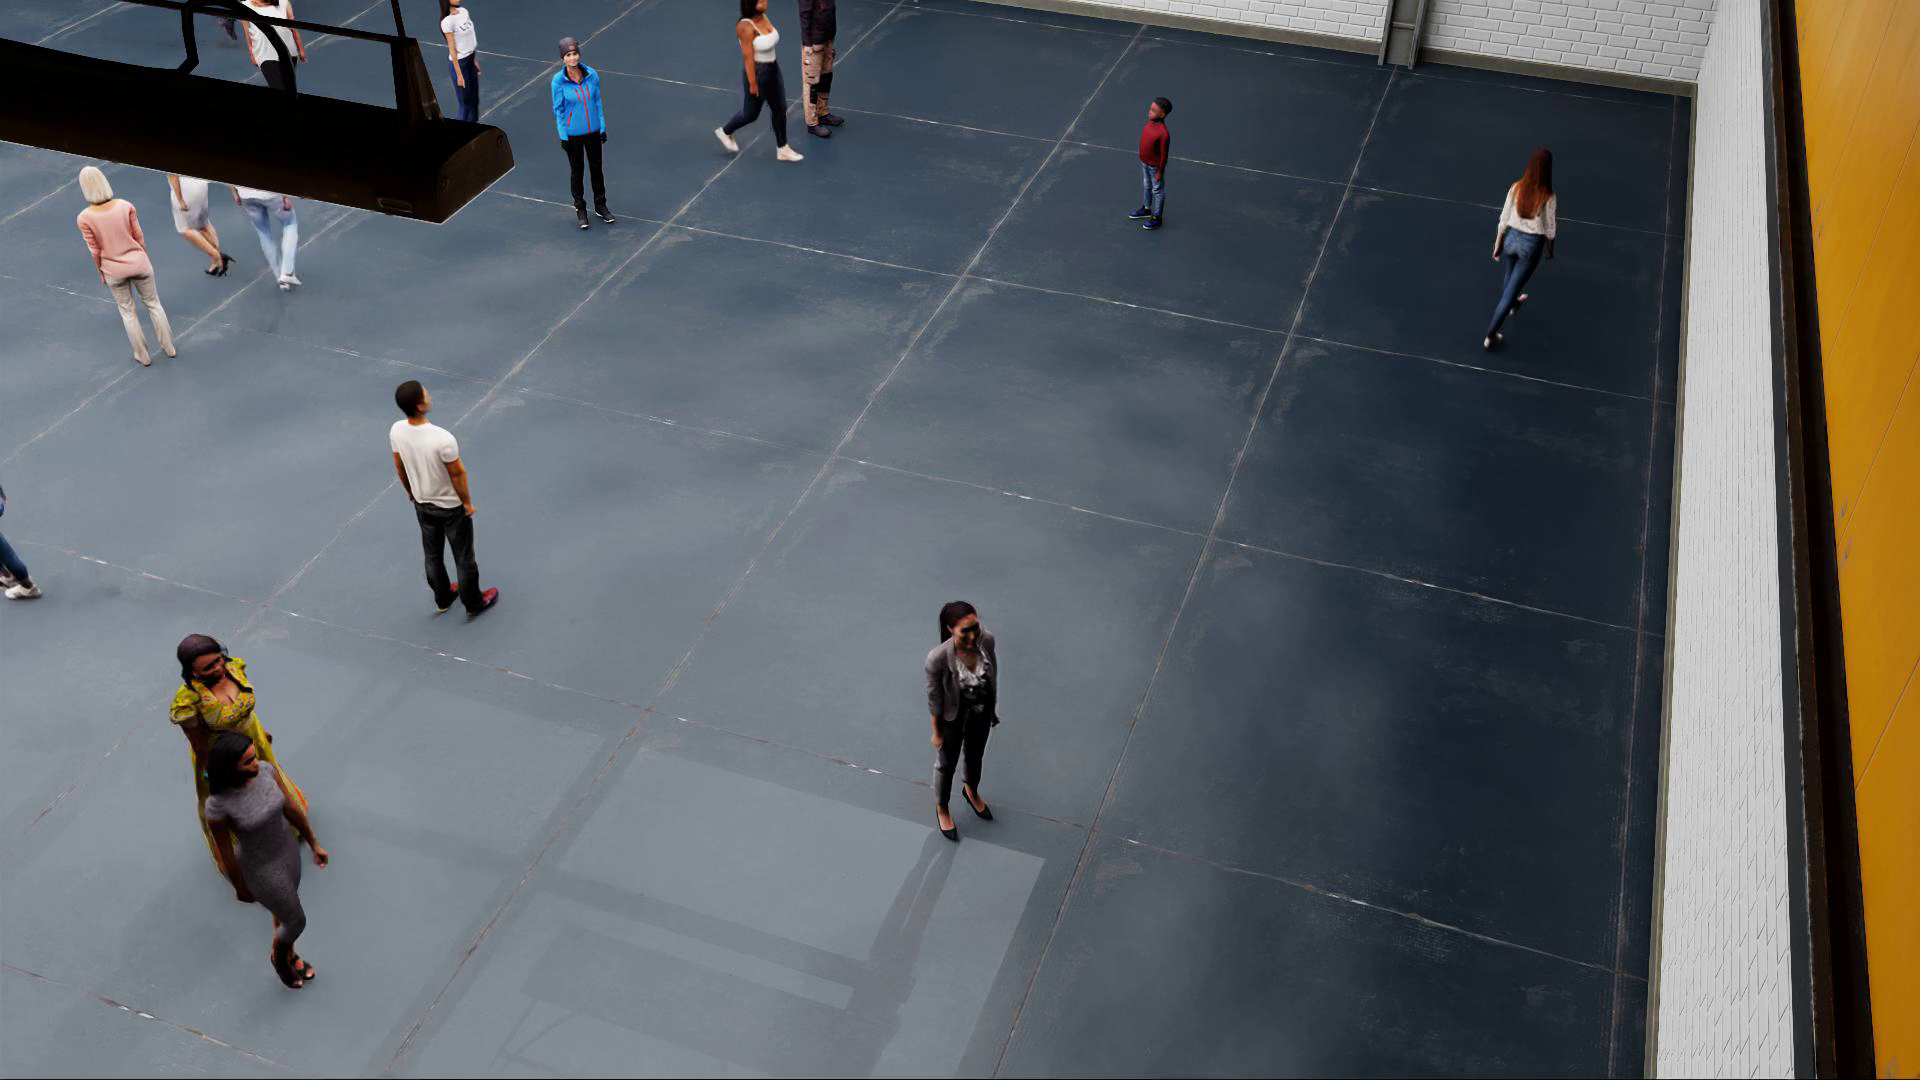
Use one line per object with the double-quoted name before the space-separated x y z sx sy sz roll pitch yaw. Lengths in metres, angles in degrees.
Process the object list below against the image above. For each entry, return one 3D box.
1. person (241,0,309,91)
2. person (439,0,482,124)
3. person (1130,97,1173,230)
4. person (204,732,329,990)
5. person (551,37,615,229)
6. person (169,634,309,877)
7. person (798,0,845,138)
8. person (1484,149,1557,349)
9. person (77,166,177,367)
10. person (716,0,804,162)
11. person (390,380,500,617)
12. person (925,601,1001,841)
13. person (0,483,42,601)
"person" -7.025 -5.003 17.082 1.029 1.643 1.207 -26 46 -29
"person" -4.966 -4.700 16.598 0.551 1.774 0.609 6 39 8
"person" 1.826 -3.551 15.574 0.644 1.256 0.585 -16 41 -19
"person" -3.659 1.659 8.644 0.613 1.764 0.600 17 42 20
"person" -3.511 -3.783 15.431 0.689 1.797 0.733 -19 42 -22
"person" -4.084 1.176 9.332 0.754 1.660 0.841 12 40 14
"person" -1.452 -5.126 17.014 0.614 1.921 0.709 16 41 19
"person" 4.601 -2.369 13.746 0.963 1.691 1.083 -30 47 -32
"person" -6.798 -2.234 13.550 0.670 1.724 0.700 -23 44 -26
"person" -2.067 -4.594 16.463 1.141 1.777 0.654 14 41 17
"person" -3.462 -0.267 11.025 0.471 1.801 0.692 11 40 14
"person" 0.011 1.009 9.526 0.728 1.679 0.766 -24 44 -27
"person" -6.499 -0.186 11.189 0.702 1.469 0.674 0 39 1
